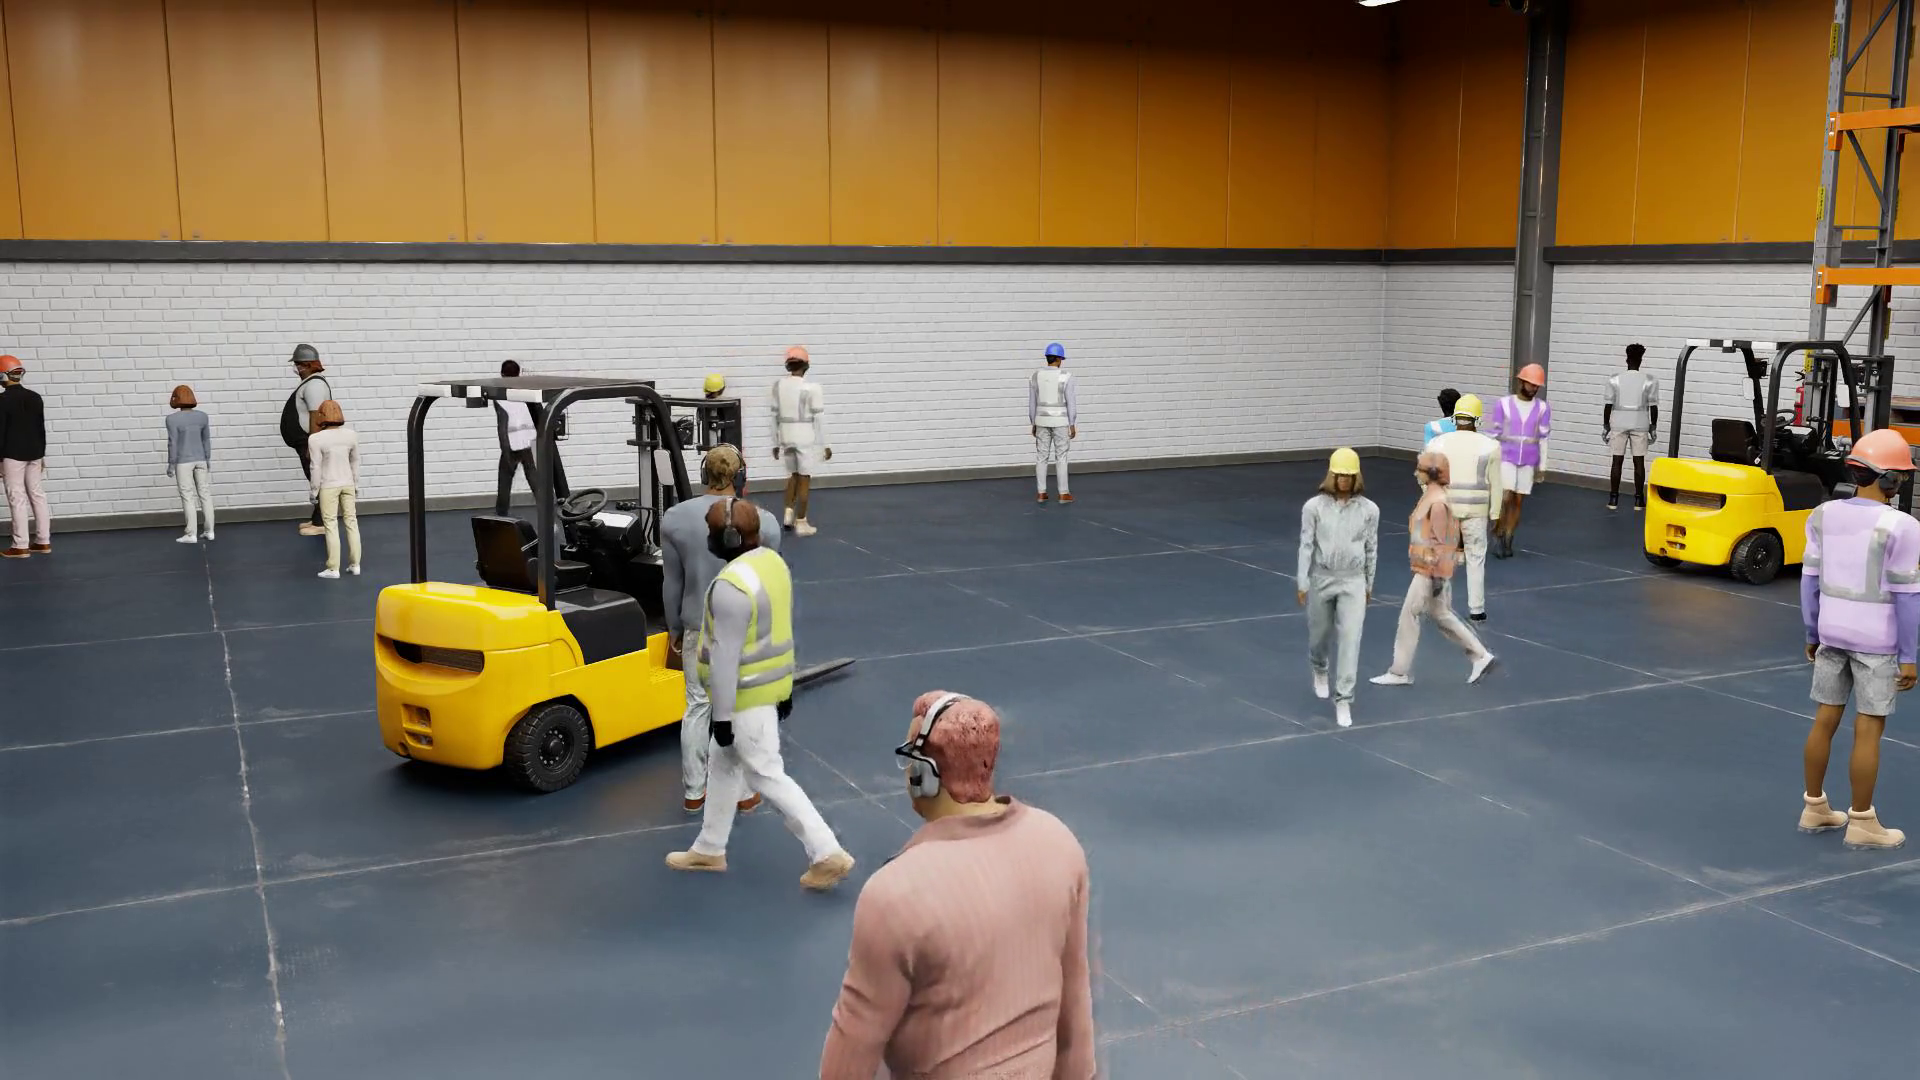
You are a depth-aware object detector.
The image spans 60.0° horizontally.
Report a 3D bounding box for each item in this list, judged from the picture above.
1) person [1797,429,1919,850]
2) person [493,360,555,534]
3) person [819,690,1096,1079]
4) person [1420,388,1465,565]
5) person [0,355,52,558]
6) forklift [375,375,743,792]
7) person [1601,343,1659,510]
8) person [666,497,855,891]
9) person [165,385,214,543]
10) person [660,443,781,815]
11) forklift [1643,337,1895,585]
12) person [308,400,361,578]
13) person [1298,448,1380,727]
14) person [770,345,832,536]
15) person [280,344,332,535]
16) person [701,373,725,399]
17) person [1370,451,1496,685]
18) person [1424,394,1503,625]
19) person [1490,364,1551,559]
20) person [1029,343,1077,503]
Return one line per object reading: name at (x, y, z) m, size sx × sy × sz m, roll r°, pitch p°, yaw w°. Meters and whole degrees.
person at (4.402, 0.479, 8.105) m, size 0.374 × 2.042 × 0.615 m, roll -4°, pitch 10°, yaw -22°
person at (-4.712, -0.986, 17.762) m, size 1.024 × 1.874 × 0.585 m, roll 7°, pitch 12°, yaw 39°
person at (-0.070, 1.257, 3.836) m, size 0.975 × 1.853 × 0.676 m, roll 8°, pitch 12°, yaw 42°
person at (4.644, -0.598, 15.848) m, size 0.539 × 1.698 × 0.318 m, roll -2°, pitch 9°, yaw -10°
person at (-9.267, -0.823, 16.367) m, size 0.402 × 1.986 × 0.612 m, roll 2°, pitch 9°, yaw 13°
forklift at (-2.268, 0.149, 9.685) m, size 1.214 × 2.155 × 2.313 m, roll 6°, pitch 11°, yaw 32°
person at (7.886, -1.332, 19.579) m, size 0.612 × 1.963 × 0.363 m, roll 4°, pitch 10°, yaw 23°
person at (-0.909, 0.697, 7.540) m, size 0.931 × 1.802 × 0.628 m, roll 2°, pitch 9°, yaw 12°
person at (-7.976, -0.785, 17.214) m, size 0.267 × 1.632 × 0.507 m, roll 5°, pitch 10°, yaw 26°
person at (-1.218, 0.466, 8.558) m, size 0.630 × 1.934 × 0.365 m, roll 1°, pitch 9°, yaw 6°
forklift at (7.551, -0.789, 15.507) m, size 2.313 × 2.155 × 1.214 m, roll -4°, pitch 10°, yaw -25°
person at (-5.723, -0.466, 15.236) m, size 0.286 × 1.633 × 0.499 m, roll 7°, pitch 11°, yaw 36°
person at (2.393, 0.252, 10.552) m, size 0.489 × 1.714 × 0.842 m, roll 1°, pitch 9°, yaw 9°
person at (-1.684, -1.040, 17.611) m, size 0.659 × 2.023 × 0.429 m, roll 5°, pitch 11°, yaw 30°
person at (-6.967, -1.077, 17.764) m, size 0.538 × 2.000 × 0.687 m, roll -3°, pitch 10°, yaw -20°
person at (-2.561, -0.952, 17.978) m, size 0.419 × 1.719 × 0.684 m, roll 0°, pitch 9°, yaw -3°
person at (3.216, 0.199, 11.182) m, size 0.780 × 1.608 × 0.526 m, roll 2°, pitch 9°, yaw 12°
person at (3.998, -0.241, 13.225) m, size 0.600 × 1.830 × 0.404 m, roll 4°, pitch 10°, yaw 23°
person at (5.436, -0.754, 16.166) m, size 0.581 × 1.906 × 0.652 m, roll 1°, pitch 9°, yaw 6°
person at (1.131, -1.411, 20.157) m, size 0.604 × 1.937 × 0.403 m, roll 4°, pitch 10°, yaw 25°
